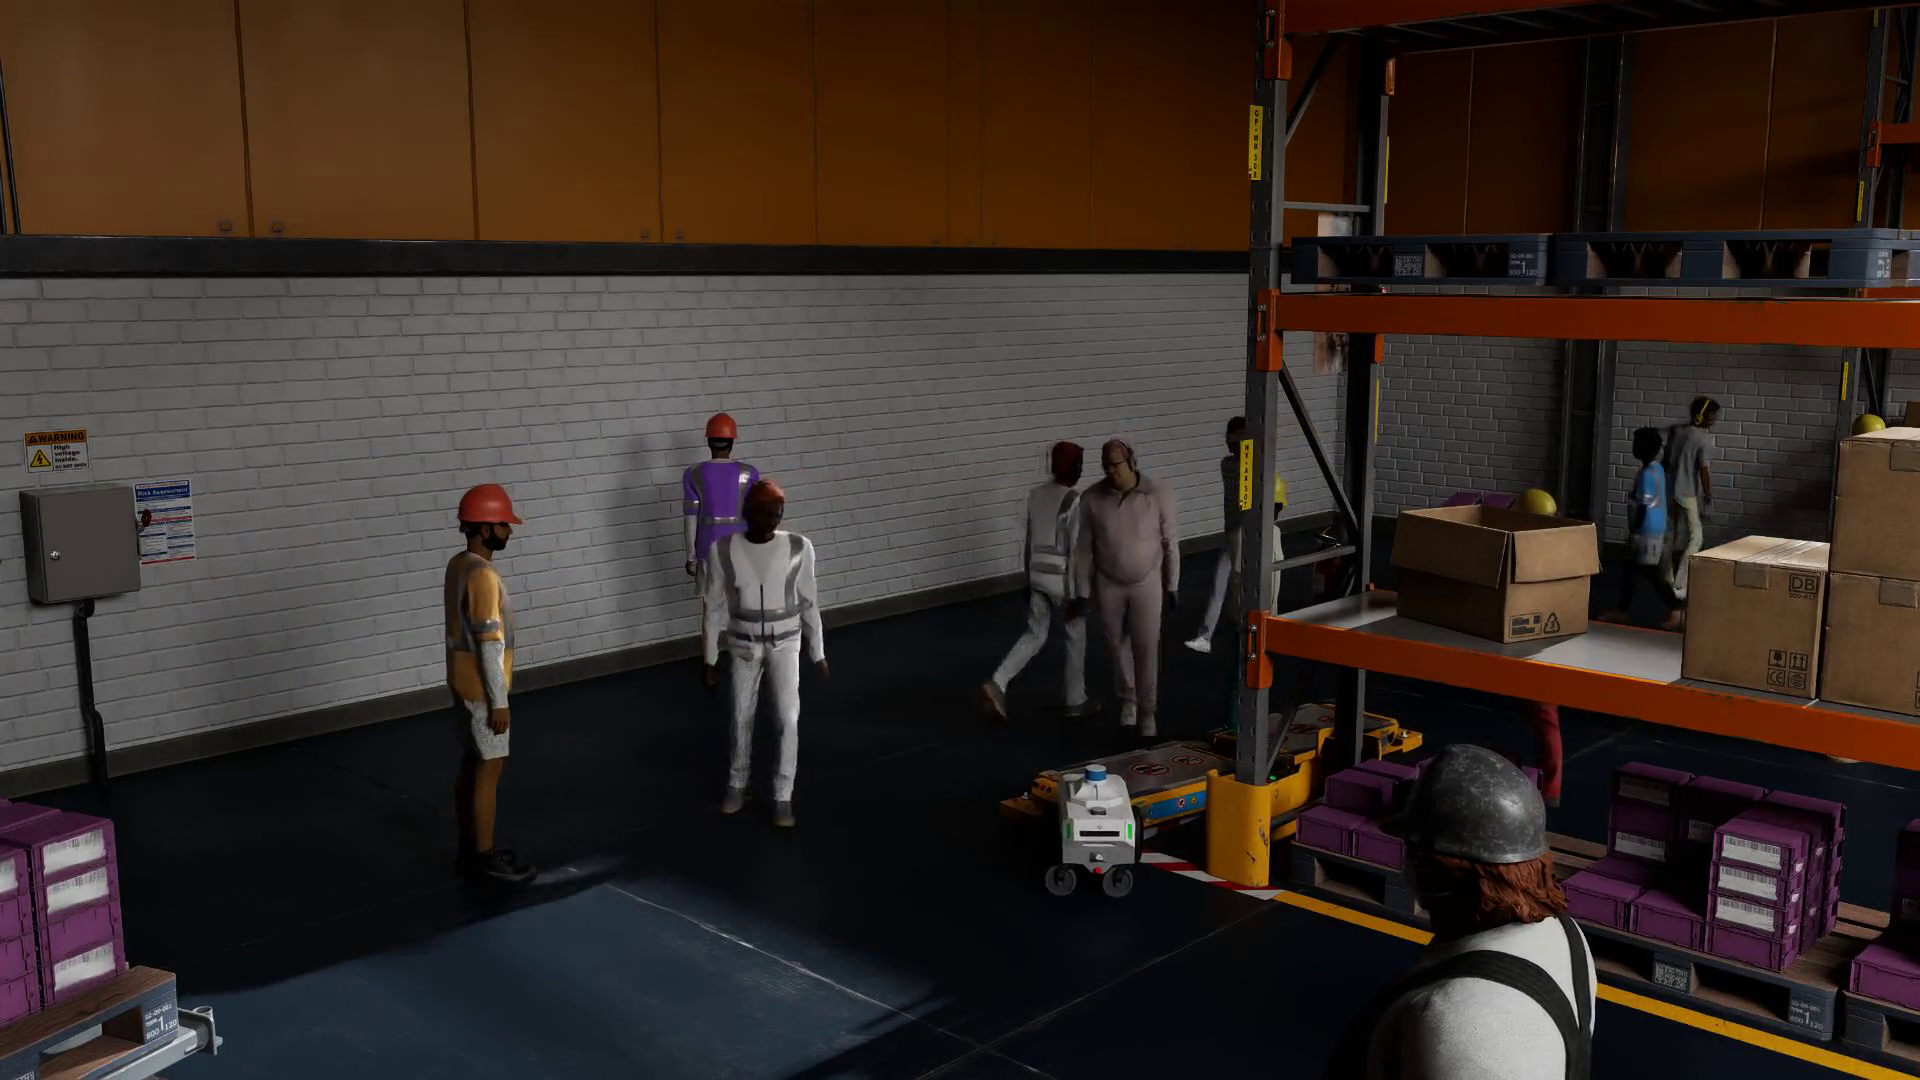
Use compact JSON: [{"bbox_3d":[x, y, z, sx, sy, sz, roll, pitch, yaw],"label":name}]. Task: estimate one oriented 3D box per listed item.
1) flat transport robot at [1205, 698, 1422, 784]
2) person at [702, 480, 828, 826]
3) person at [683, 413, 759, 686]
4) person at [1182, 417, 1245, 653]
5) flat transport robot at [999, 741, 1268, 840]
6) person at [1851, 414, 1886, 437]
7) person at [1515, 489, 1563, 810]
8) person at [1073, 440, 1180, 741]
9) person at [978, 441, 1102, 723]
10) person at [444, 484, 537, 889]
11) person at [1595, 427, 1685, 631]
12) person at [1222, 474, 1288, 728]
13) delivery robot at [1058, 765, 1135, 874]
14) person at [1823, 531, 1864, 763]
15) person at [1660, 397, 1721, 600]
[{"bbox_3d":[2.084,1.204,9.939,1.431,0.197,0.652,-8,12,-41],"label":"flat transport robot"},{"bbox_3d":[-1.040,0.597,8.846,0.679,1.844,0.753,-1,9,-5],"label":"person"},{"bbox_3d":[-1.686,0.065,11.832,0.550,1.935,0.375,-1,9,-9],"label":"person"},{"bbox_3d":[2.082,-0.017,12.675,0.940,1.827,0.510,-8,12,-41],"label":"person"},{"bbox_3d":[0.975,1.353,9.029,1.431,0.197,0.652,-7,12,-36],"label":"flat transport robot"},{"bbox_3d":[6.476,0.060,11.922,0.585,1.917,0.382,-3,10,-17],"label":"person"},{"bbox_3d":[3.165,0.593,9.155,0.364,1.755,0.524,3,10,17],"label":"person"},{"bbox_3d":[1.038,0.311,10.512,0.671,1.872,0.804,2,9,12],"label":"person"},{"bbox_3d":[0.538,0.287,10.787,0.872,1.858,0.582,-7,12,-38],"label":"person"},{"bbox_3d":[-2.259,0.693,7.988,0.378,1.932,0.551,-6,11,-31],"label":"person"},{"bbox_3d":[5.654,-0.083,13.592,0.743,1.678,0.540,5,11,28],"label":"person"},{"bbox_3d":[1.775,0.472,9.886,0.337,1.760,0.526,7,11,36],"label":"person"},{"bbox_3d":[0.652,1.329,8.021,0.477,0.478,0.707,0,9,1],"label":"delivery robot"},{"bbox_3d":[5.379,0.416,9.992,0.429,1.838,0.621,1,9,8],"label":"person"},{"bbox_3d":[6.454,-0.367,14.839,0.374,1.832,0.664,-4,10,-25],"label":"person"}]
